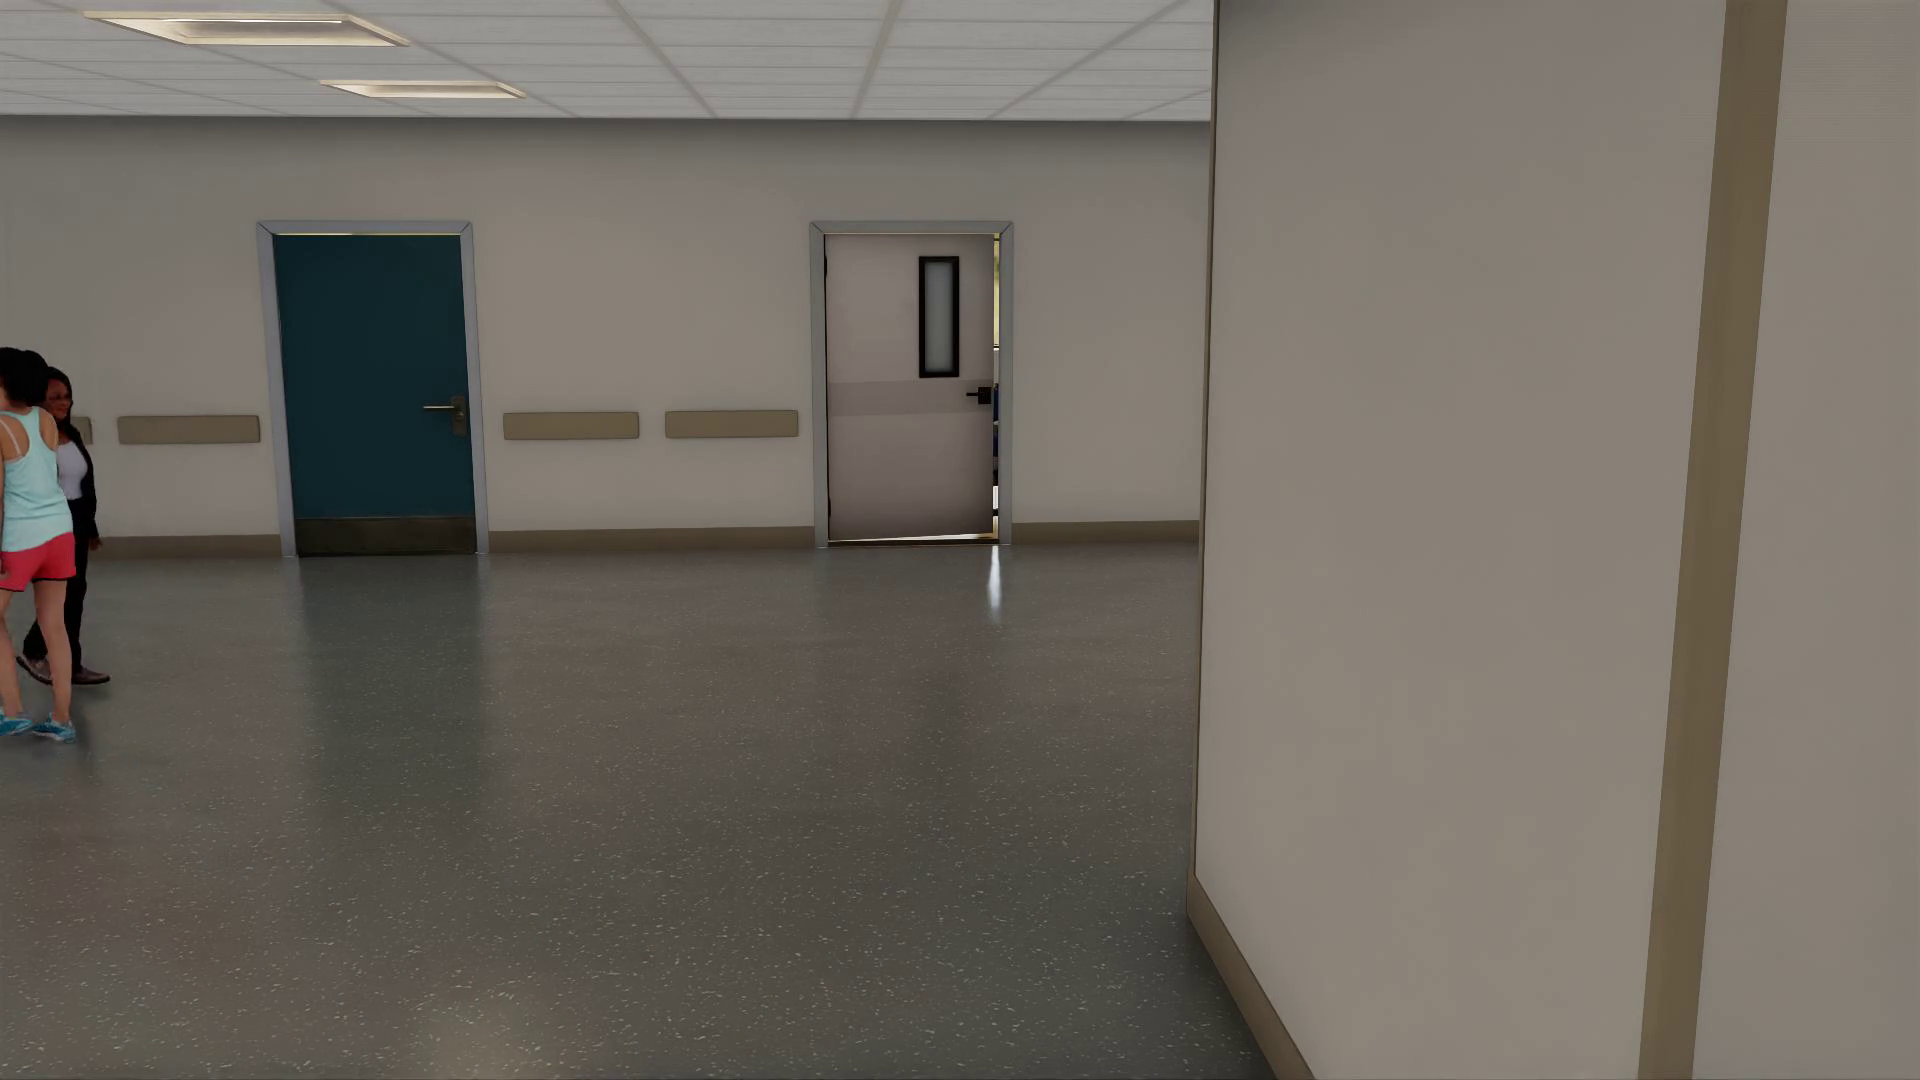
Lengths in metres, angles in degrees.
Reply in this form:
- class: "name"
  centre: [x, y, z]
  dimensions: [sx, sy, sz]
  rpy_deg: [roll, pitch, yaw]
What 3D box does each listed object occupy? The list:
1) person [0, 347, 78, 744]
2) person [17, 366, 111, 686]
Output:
- class: "person"
  centre: [-4.029, 0.041, 7.313]
  dimensions: [0.801, 1.753, 0.738]
  rpy_deg: [5, 12, 26]
- class: "person"
  centre: [-4.525, -0.039, 8.141]
  dimensions: [0.688, 1.601, 0.717]
  rpy_deg: [1, 11, 4]
